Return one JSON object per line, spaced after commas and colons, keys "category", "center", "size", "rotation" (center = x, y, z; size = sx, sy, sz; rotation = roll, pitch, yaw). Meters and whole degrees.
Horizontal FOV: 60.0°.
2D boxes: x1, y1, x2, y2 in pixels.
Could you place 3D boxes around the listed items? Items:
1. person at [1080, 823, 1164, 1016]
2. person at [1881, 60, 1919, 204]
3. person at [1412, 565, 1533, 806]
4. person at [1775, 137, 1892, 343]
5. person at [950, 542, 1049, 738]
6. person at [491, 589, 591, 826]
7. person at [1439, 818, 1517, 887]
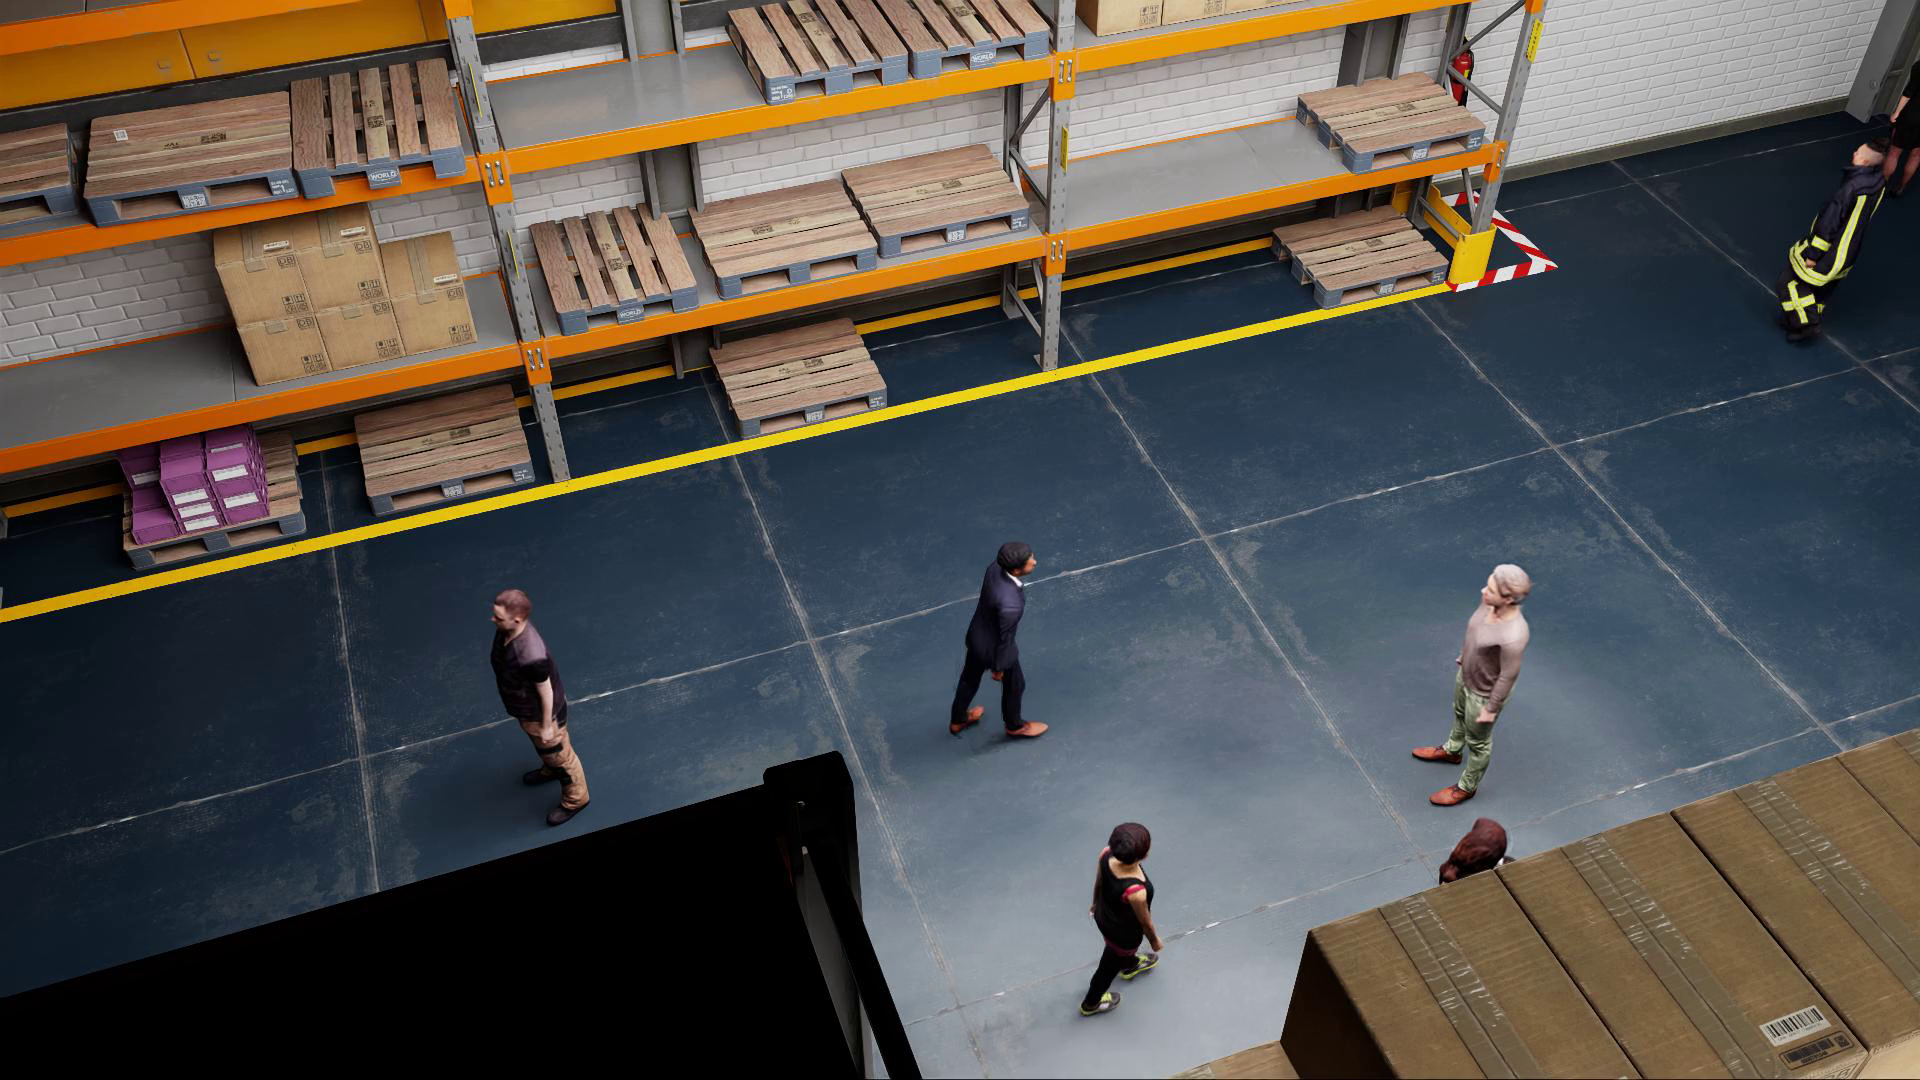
{"category": "person", "center": [0.793, 2.059, 8.882], "size": [0.752, 1.532, 0.542], "rotation": [-12, 45, -13]}
{"category": "person", "center": [8.589, -3.797, 14.903], "size": [0.551, 1.706, 0.706], "rotation": [0, 44, 0]}
{"category": "person", "center": [3.114, 0.848, 9.907], "size": [0.681, 1.871, 0.742], "rotation": [-3, 44, -3]}
{"category": "person", "center": [7.027, -2.343, 13.271], "size": [0.795, 1.851, 0.927], "rotation": [-26, 49, -24]}
{"category": "person", "center": [0.141, 0.650, 10.252], "size": [0.870, 1.683, 0.690], "rotation": [-11, 45, -11]}
{"category": "person", "center": [-2.486, 0.941, 9.832], "size": [0.647, 1.841, 0.724], "rotation": [-21, 48, -21]}
{"category": "person", "center": [2.604, 2.053, 8.697], "size": [0.426, 1.795, 0.640], "rotation": [-13, 45, -13]}
